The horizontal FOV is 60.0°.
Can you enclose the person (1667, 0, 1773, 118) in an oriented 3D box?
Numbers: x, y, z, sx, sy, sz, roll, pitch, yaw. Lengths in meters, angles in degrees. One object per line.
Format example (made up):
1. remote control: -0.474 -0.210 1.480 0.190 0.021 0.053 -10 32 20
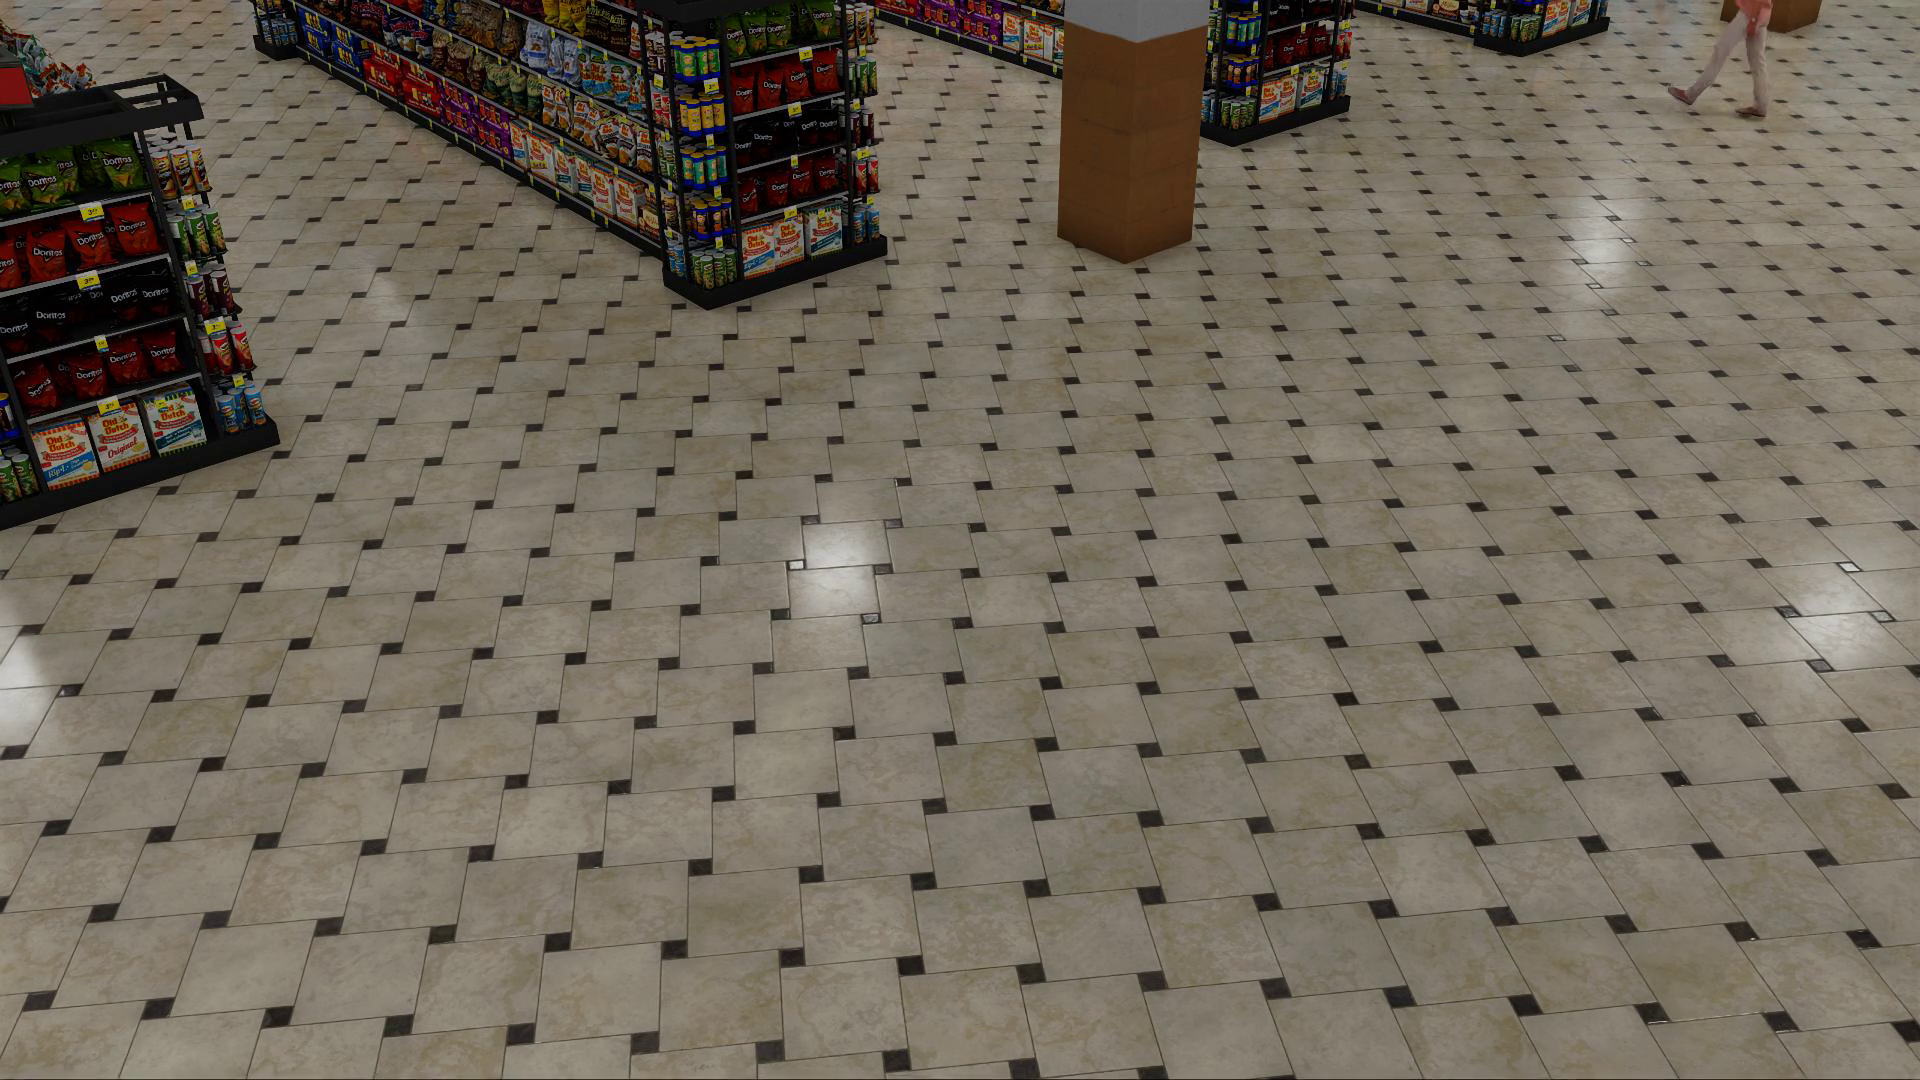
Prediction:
1. person: 6.825 -4.427 14.138 1.130 1.685 0.809 20 37 28
